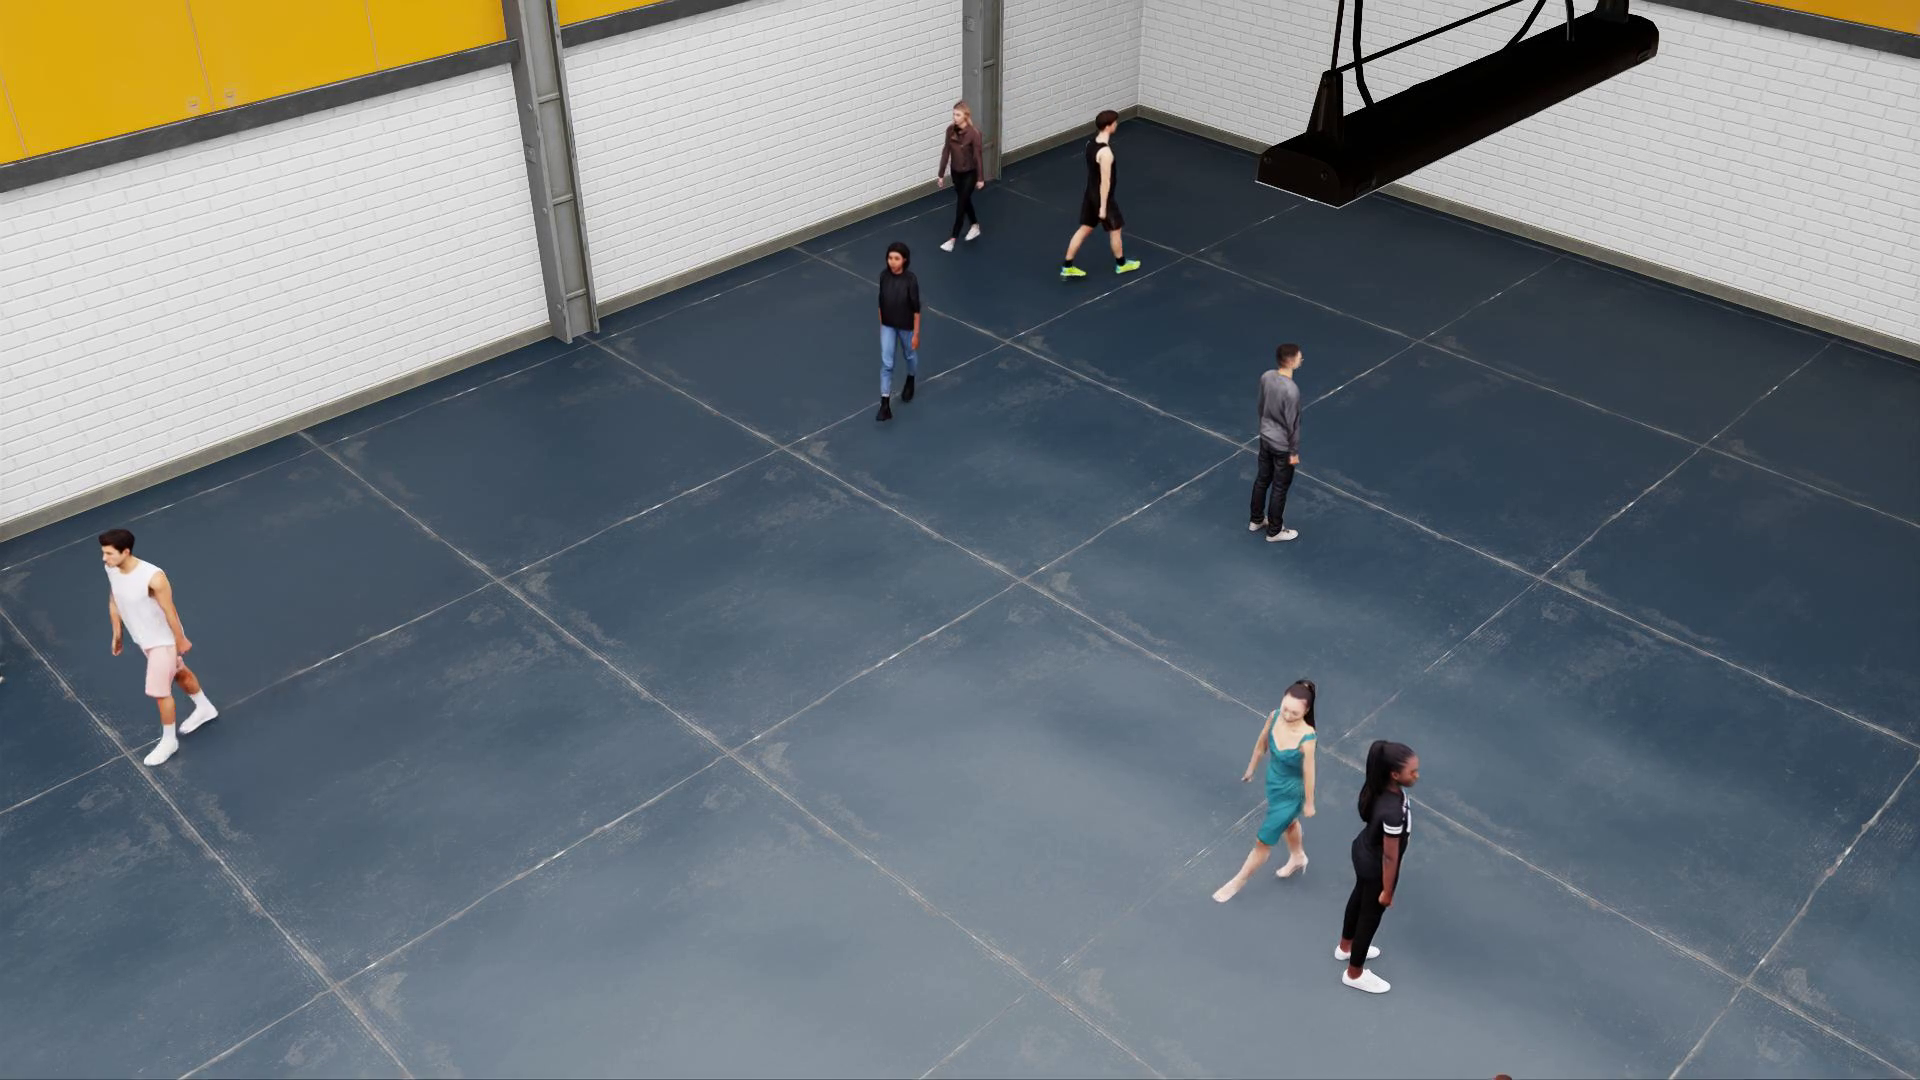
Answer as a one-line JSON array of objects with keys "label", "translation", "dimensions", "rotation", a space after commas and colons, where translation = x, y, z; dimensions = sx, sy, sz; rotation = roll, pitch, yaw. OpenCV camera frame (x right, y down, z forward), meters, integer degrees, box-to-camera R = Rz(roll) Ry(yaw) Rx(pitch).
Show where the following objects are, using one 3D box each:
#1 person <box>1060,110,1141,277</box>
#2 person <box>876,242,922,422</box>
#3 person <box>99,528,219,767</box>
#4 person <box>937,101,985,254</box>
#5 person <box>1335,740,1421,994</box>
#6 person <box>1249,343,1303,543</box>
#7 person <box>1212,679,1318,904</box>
[{"label": "person", "translation": [1.413, -3.636, 17.765], "dimensions": [1.275, 1.847, 0.996], "rotation": [-12, 36, -18]}, {"label": "person", "translation": [-0.531, -1.987, 15.460], "dimensions": [0.982, 1.653, 1.189], "rotation": [7, 34, 11]}, {"label": "person", "translation": [-5.454, 0.617, 11.447], "dimensions": [0.747, 1.758, 0.958], "rotation": [21, 39, 28]}, {"label": "person", "translation": [0.087, -4.083, 18.609], "dimensions": [0.771, 1.657, 1.122], "rotation": [21, 39, 28]}, {"label": "person", "translation": [2.415, 1.866, 9.593], "dimensions": [0.759, 1.731, 0.688], "rotation": [1, 34, 2]}, {"label": "person", "translation": [2.600, -0.804, 13.583], "dimensions": [0.628, 1.761, 0.673], "rotation": [-18, 37, -24]}, {"label": "person", "translation": [2.063, 1.519, 10.185], "dimensions": [1.035, 1.653, 0.833], "rotation": [-13, 36, -18]}]
